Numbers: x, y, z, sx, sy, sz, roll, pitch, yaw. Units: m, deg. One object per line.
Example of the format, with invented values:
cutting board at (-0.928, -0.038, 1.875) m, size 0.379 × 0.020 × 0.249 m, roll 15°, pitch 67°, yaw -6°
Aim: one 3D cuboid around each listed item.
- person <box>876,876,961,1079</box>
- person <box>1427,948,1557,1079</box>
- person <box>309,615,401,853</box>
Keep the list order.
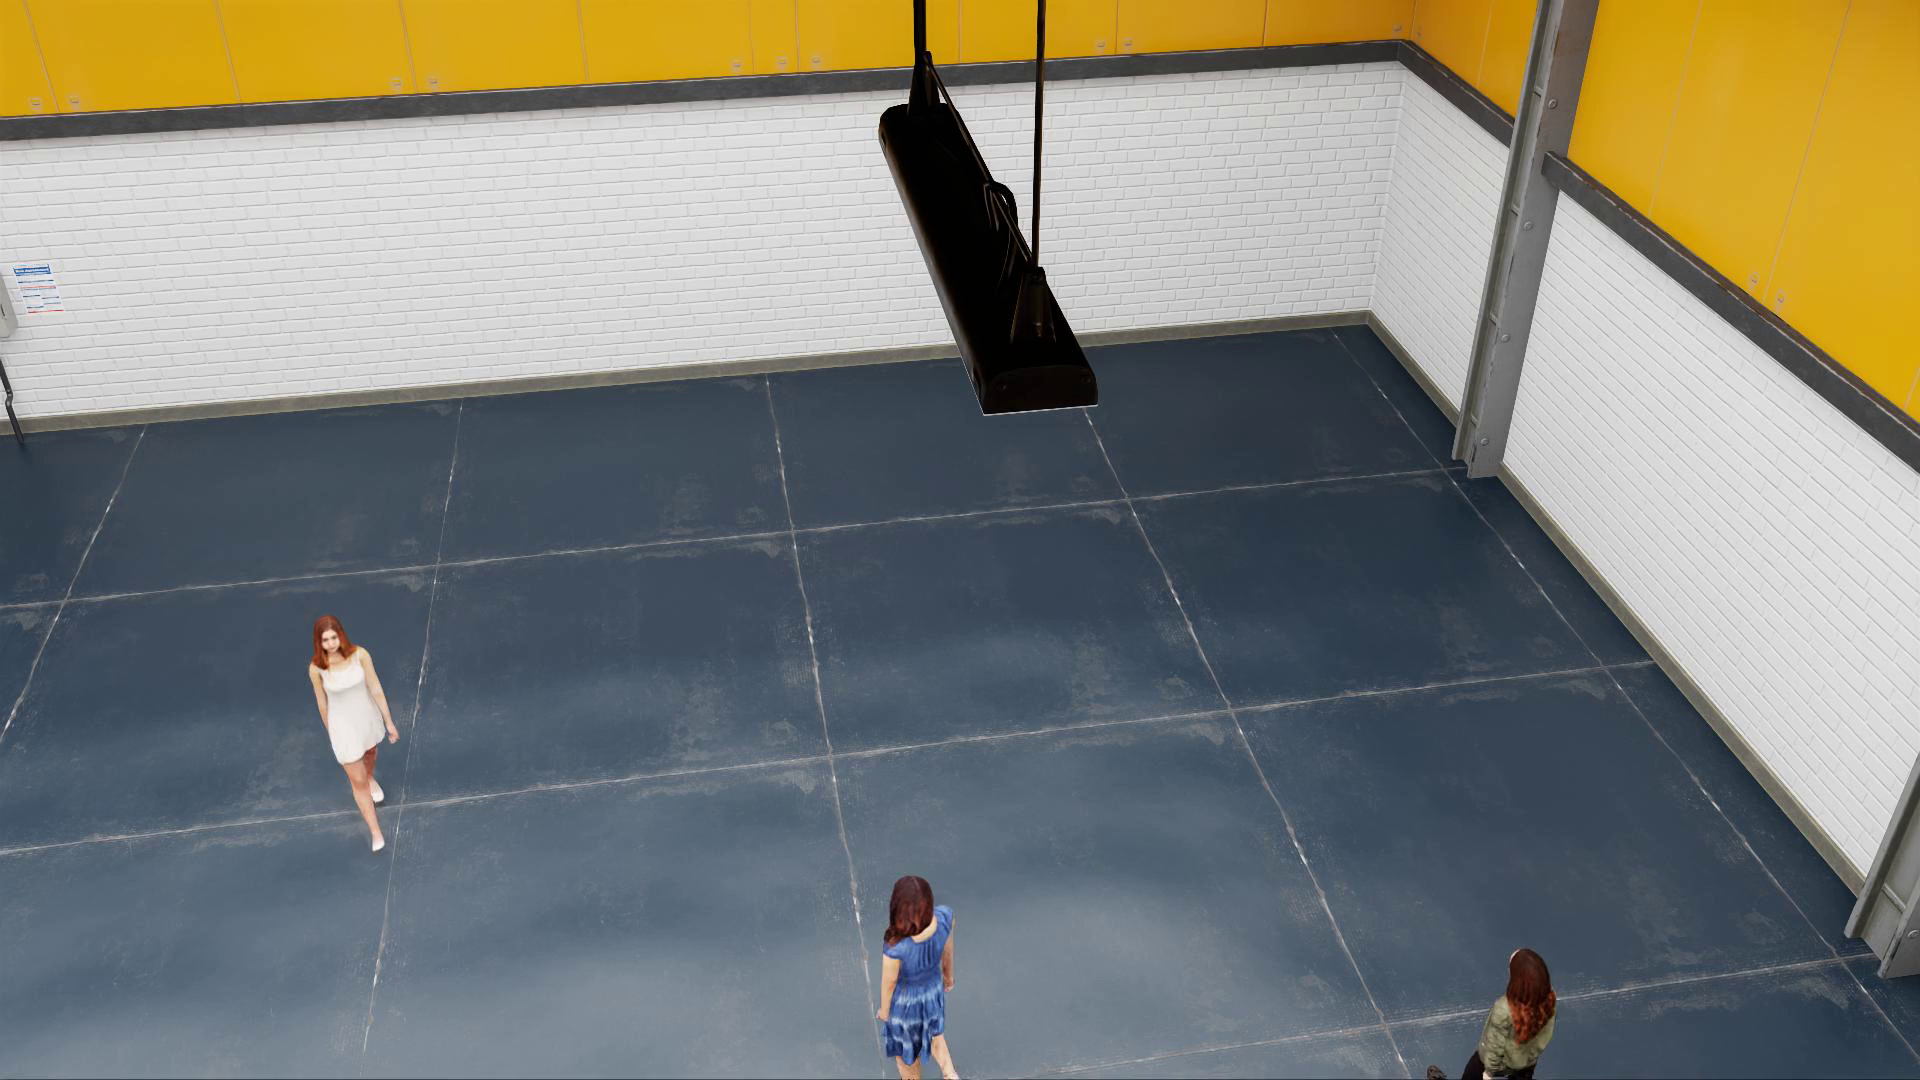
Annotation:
person at (-0.179, 2.525, 8.908) m, size 0.916 × 1.797 × 0.857 m, roll 26°, pitch 41°, yaw 33°
person at (2.969, 2.794, 8.832) m, size 0.784 × 1.434 × 1.049 m, roll -15°, pitch 36°, yaw -21°
person at (-4.040, 1.161, 11.082) m, size 0.834 × 1.663 × 1.183 m, roll -18°, pitch 37°, yaw -25°
